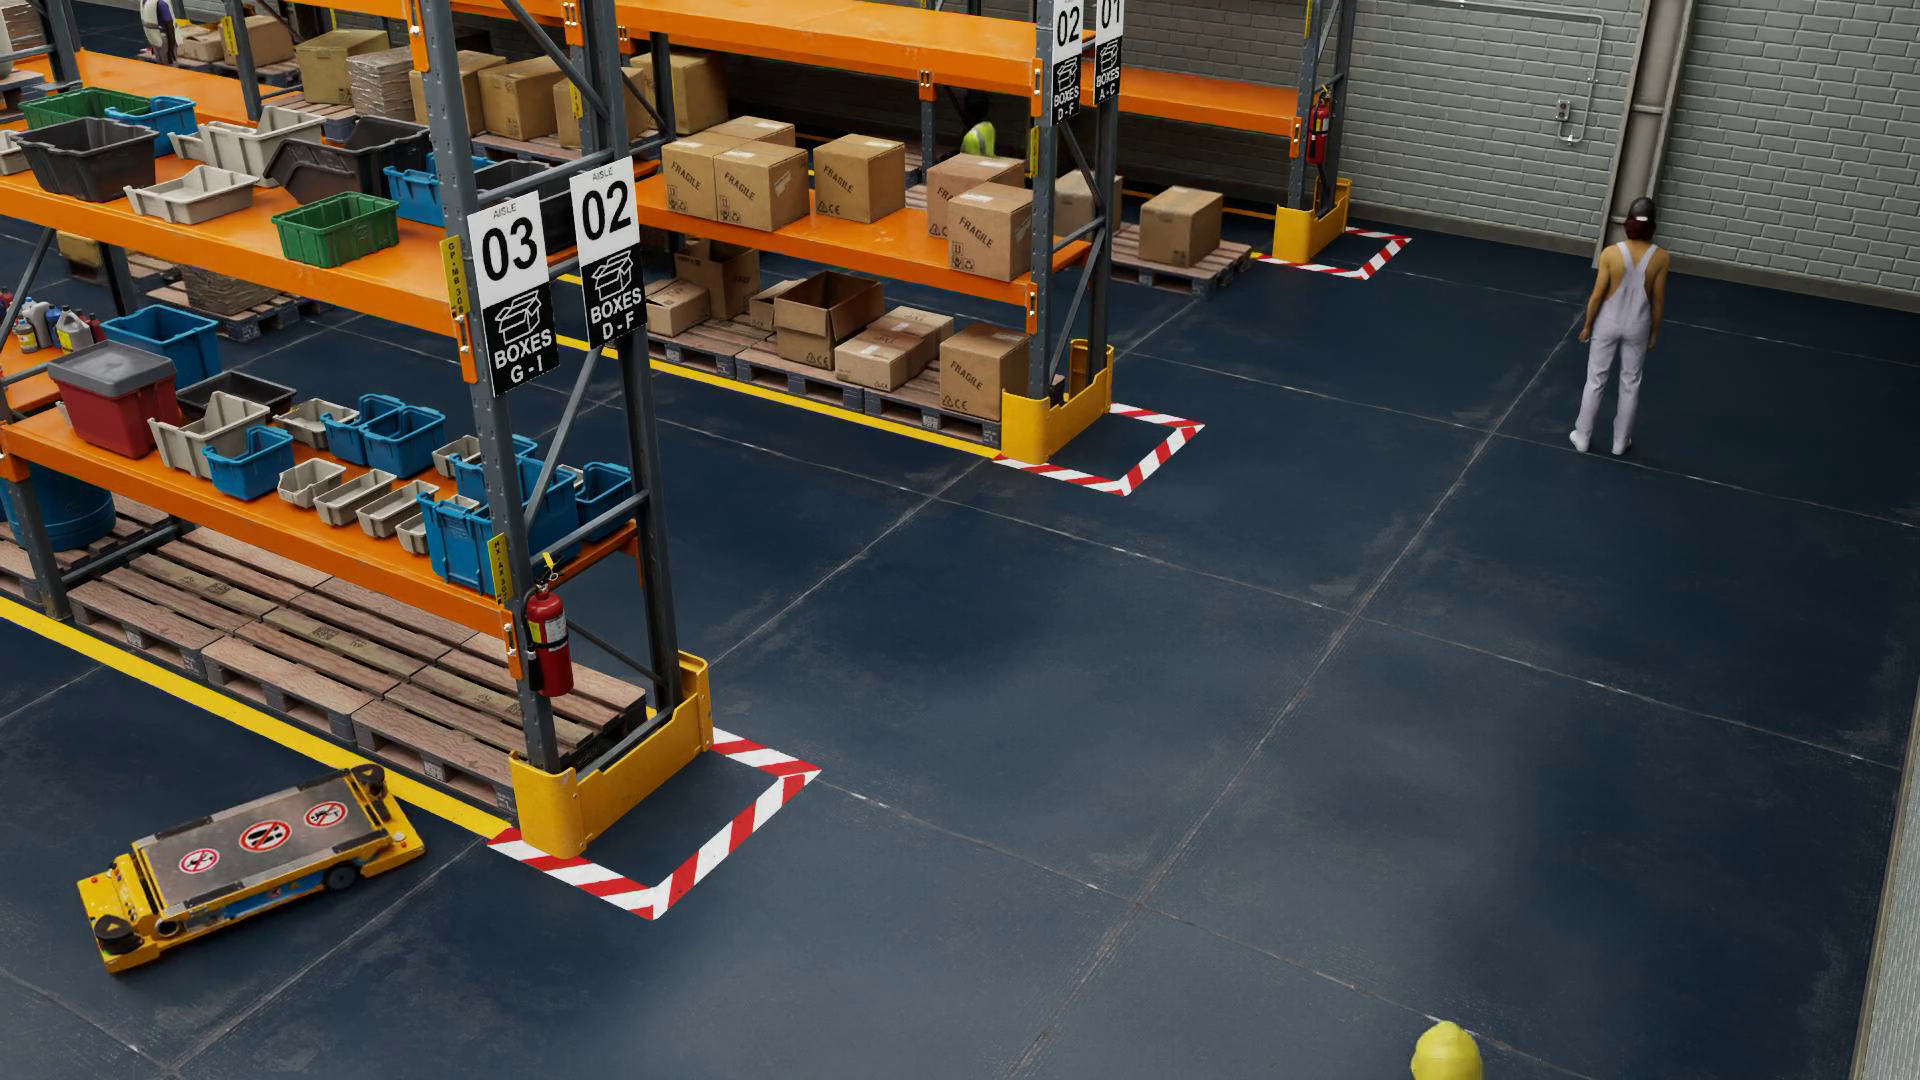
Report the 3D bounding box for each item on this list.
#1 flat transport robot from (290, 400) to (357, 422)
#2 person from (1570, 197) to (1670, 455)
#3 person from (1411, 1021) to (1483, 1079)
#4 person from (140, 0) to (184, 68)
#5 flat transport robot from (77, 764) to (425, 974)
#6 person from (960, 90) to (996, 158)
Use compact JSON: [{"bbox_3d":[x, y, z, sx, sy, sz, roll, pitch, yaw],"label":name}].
[{"bbox_3d":[-4.528,-0.644,11.790,1.431,0.231,0.659,19,34,30],"label":"flat transport robot"},{"bbox_3d":[4.649,-1.504,11.700,0.519,1.859,0.388,8,30,14],"label":"person"},{"bbox_3d":[1.453,2.178,5.219,0.537,1.721,0.830,3,29,5],"label":"person"},{"bbox_3d":[-9.224,-5.726,19.292,0.372,1.840,0.568,-24,37,-36],"label":"person"},{"bbox_3d":[-3.358,1.526,7.896,1.431,0.231,0.659,-19,34,-30],"label":"flat transport robot"},{"bbox_3d":[0.143,-3.222,14.992,0.887,1.642,0.544,13,32,22],"label":"person"}]
